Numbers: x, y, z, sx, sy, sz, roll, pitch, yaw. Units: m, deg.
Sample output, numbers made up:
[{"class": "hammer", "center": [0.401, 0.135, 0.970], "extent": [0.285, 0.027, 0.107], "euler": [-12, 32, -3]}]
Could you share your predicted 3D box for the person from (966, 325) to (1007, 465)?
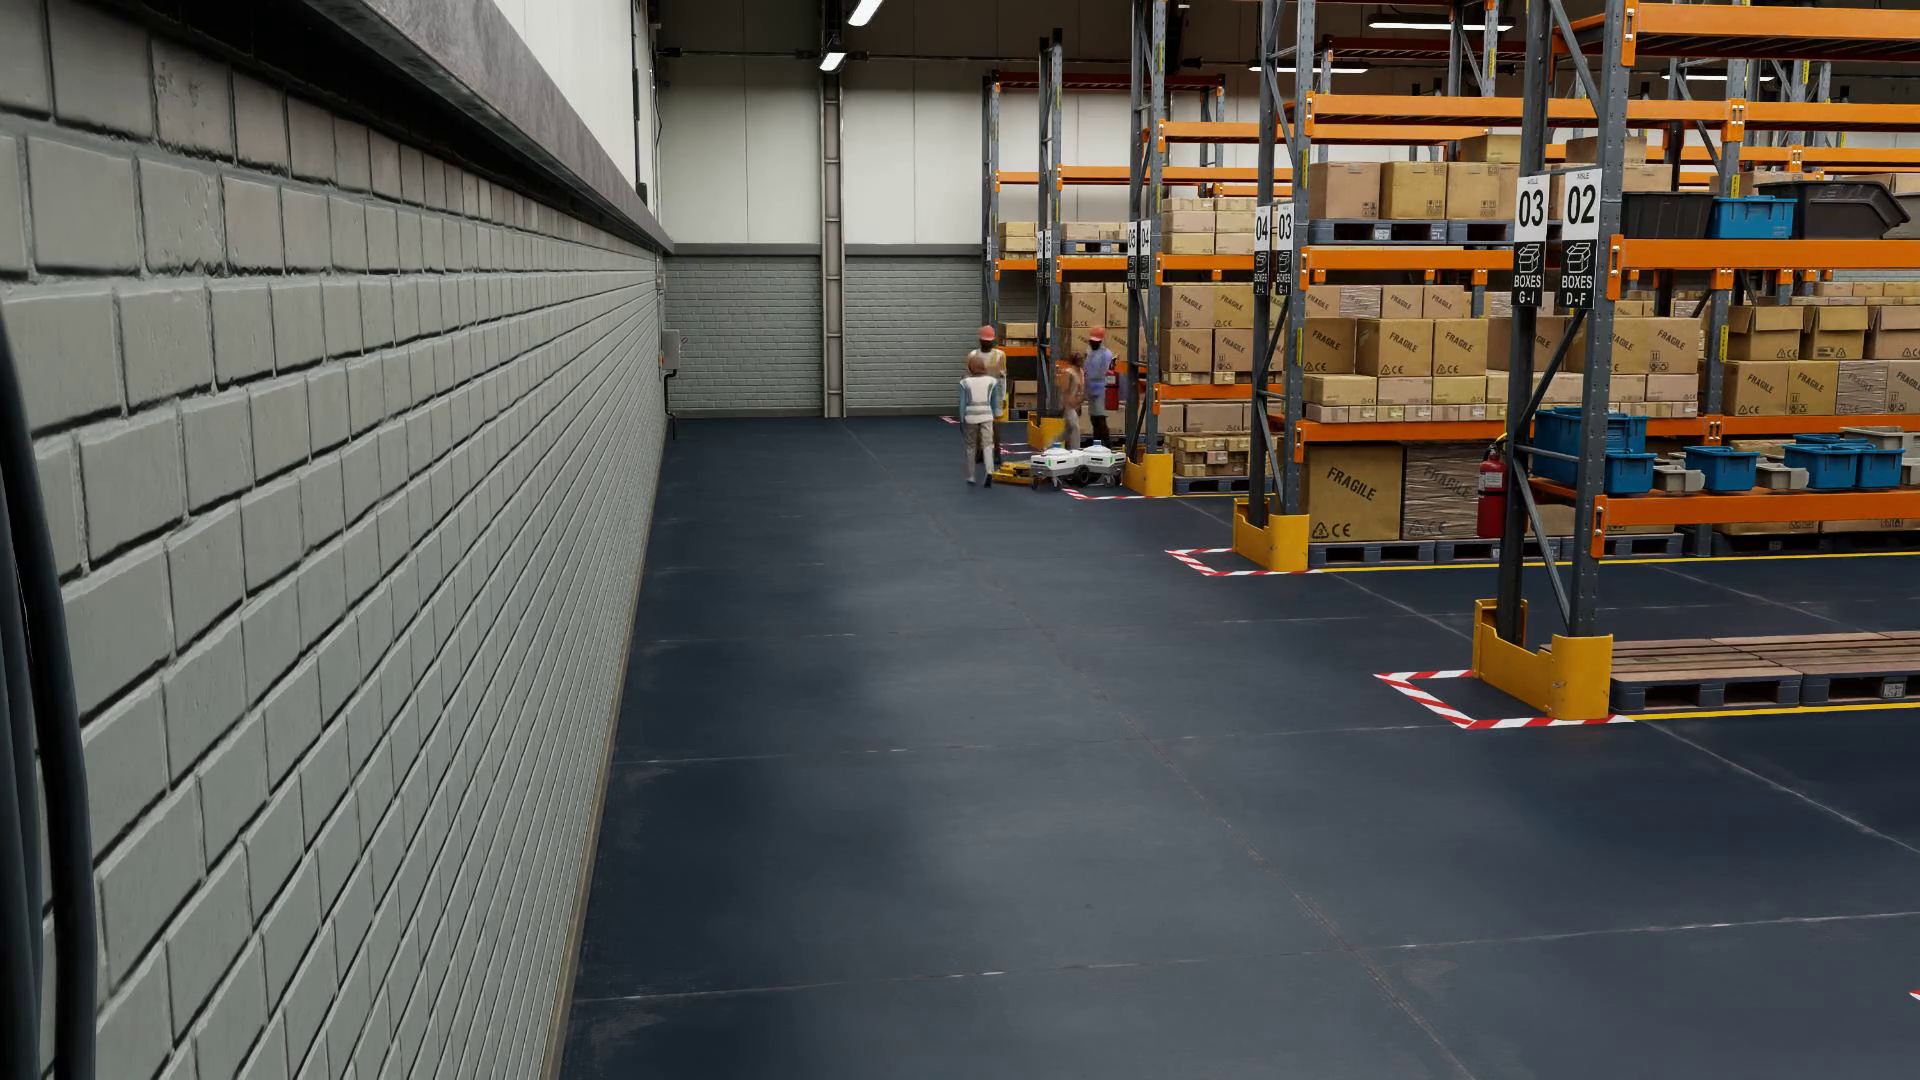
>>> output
[{"class": "person", "center": [0.360, -1.971, 22.737], "extent": [0.568, 1.911, 0.516], "euler": [0, 9, -1]}]

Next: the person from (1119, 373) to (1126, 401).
[{"class": "person", "center": [2.515, -2.885, 28.408], "extent": [0.757, 1.880, 0.681], "euler": [-2, 9, -11]}]

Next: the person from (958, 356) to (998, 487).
[{"class": "person", "center": [0.237, -1.465, 20.509], "extent": [0.507, 1.611, 0.746], "euler": [-1, 9, -7]}]

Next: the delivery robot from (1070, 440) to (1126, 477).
[{"class": "delivery robot", "center": [1.695, -0.991, 20.537], "extent": [0.707, 0.478, 0.477], "euler": [8, 12, 41]}]

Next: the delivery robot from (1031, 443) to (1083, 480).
[{"class": "delivery robot", "center": [1.176, -0.944, 20.249], "extent": [0.477, 0.478, 0.707], "euler": [8, 12, 40]}]

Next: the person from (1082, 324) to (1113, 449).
[{"class": "person", "center": [1.867, -2.038, 23.137], "extent": [0.418, 1.916, 0.706], "euler": [-6, 11, -31]}]

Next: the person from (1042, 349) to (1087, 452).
[{"class": "person", "center": [1.434, -1.805, 22.618], "extent": [0.676, 1.610, 0.539], "euler": [4, 10, 24]}]

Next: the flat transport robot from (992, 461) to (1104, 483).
[{"class": "flat transport robot", "center": [1.095, -0.895, 21.111], "extent": [1.431, 0.197, 0.652], "euler": [-7, 12, -38]}]
